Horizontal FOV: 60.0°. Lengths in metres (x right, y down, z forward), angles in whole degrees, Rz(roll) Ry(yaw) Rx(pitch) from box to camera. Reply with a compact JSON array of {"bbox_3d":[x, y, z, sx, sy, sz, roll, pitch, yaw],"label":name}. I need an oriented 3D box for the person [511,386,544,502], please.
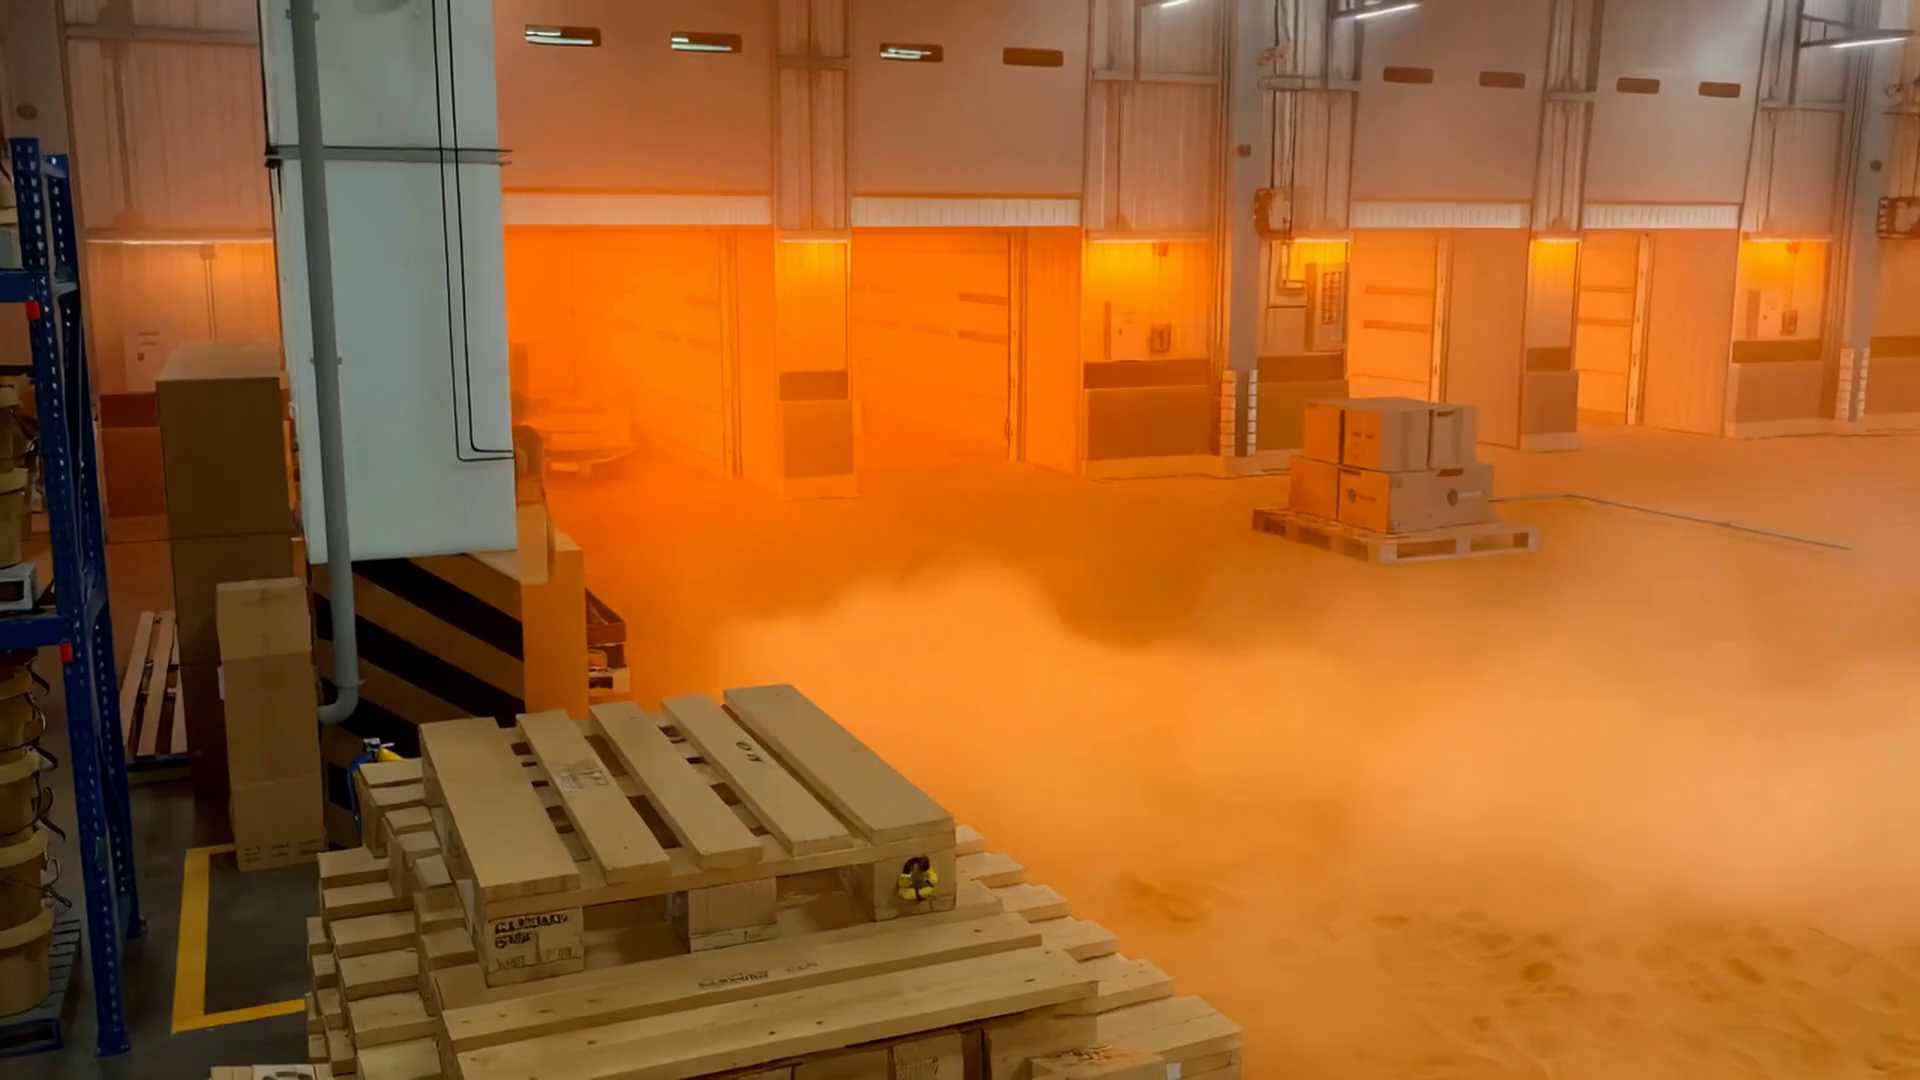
[{"bbox_3d":[-3.135,-0.239,11.783,0.330,1.697,0.571,1,10,8],"label":"person"}]
